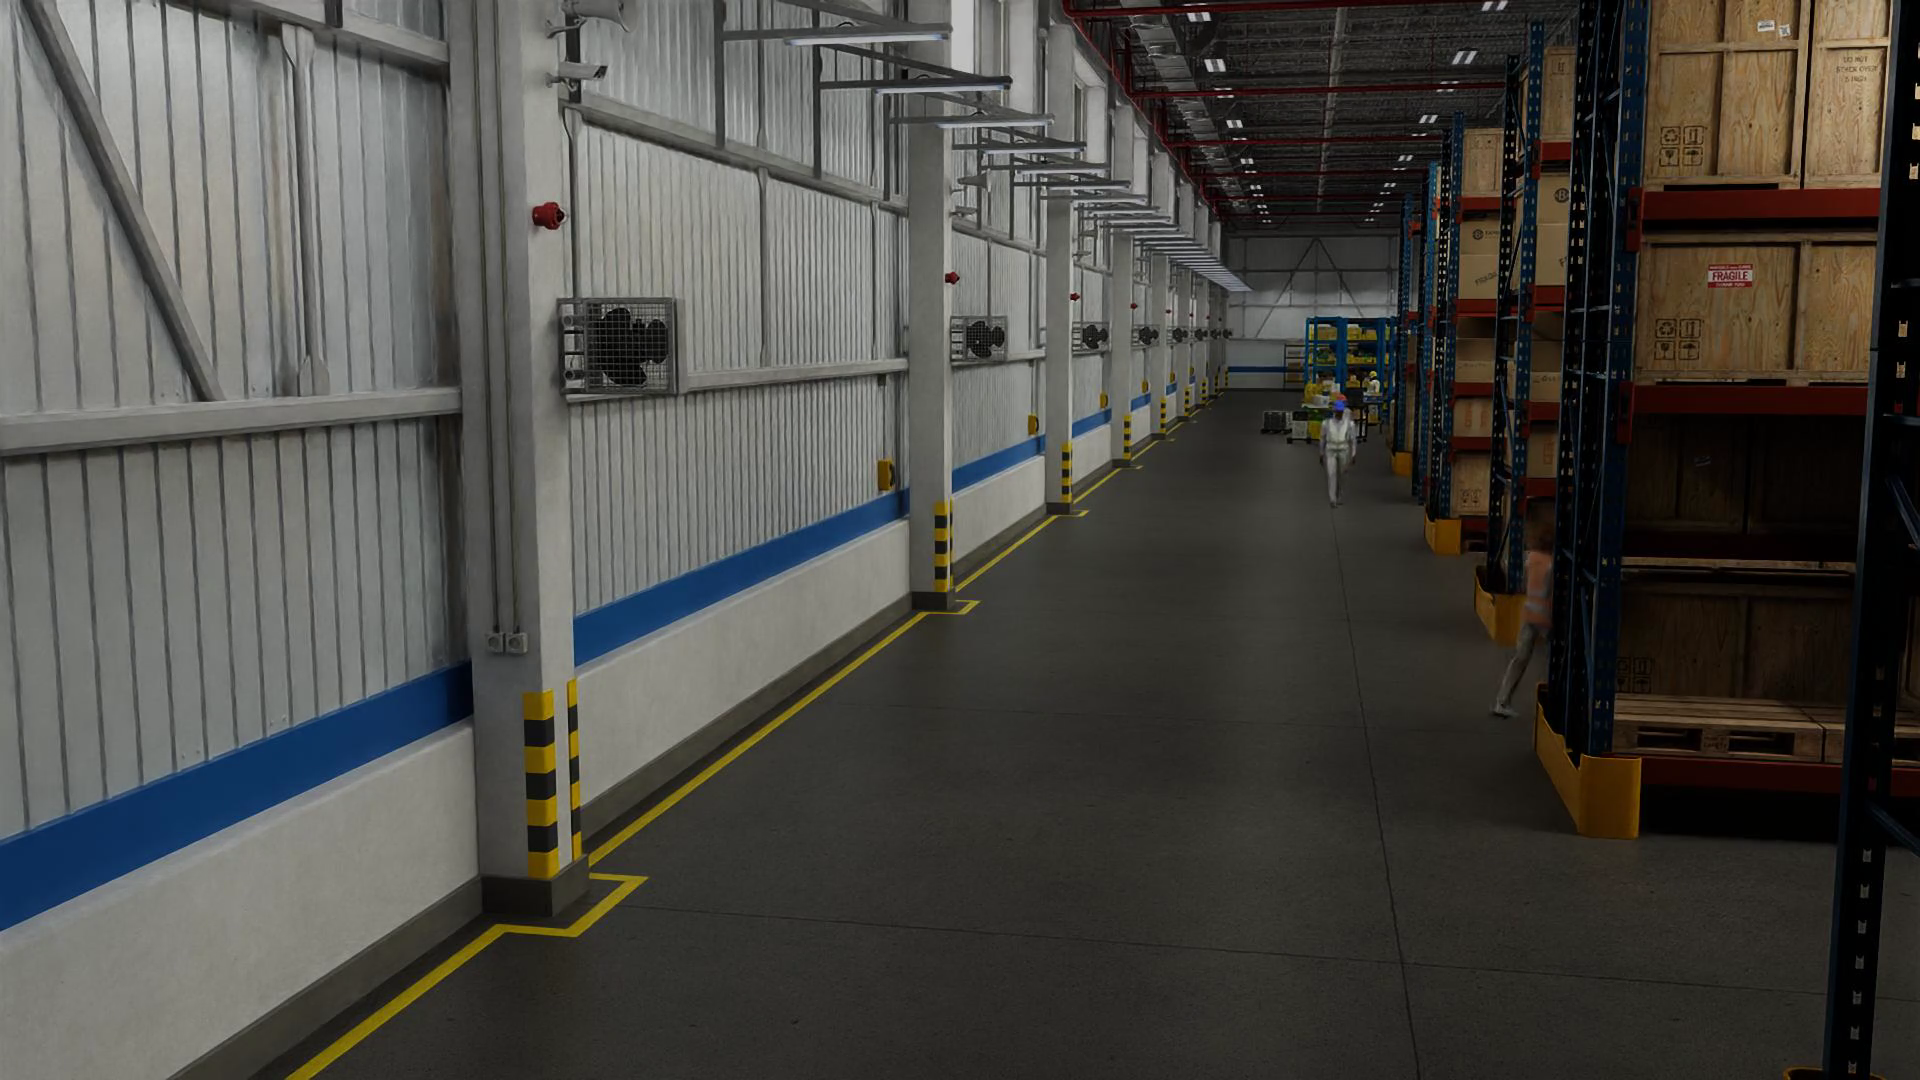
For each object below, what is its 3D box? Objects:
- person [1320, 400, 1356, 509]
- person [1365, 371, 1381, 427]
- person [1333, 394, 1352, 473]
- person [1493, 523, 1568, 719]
[{"bbox_3d":[6.707,-1.537,29.563,0.617,1.916,0.919,1,7,7],"label":"person"},{"bbox_3d":[13.575,-4.644,54.711,0.404,1.837,0.592,7,10,43],"label":"person"},{"bbox_3d":[8.351,-2.330,36.516,0.568,1.750,0.342,-5,9,-37],"label":"person"},{"bbox_3d":[4.668,0.652,13.283,0.855,1.597,0.518,-3,8,-21],"label":"person"}]
